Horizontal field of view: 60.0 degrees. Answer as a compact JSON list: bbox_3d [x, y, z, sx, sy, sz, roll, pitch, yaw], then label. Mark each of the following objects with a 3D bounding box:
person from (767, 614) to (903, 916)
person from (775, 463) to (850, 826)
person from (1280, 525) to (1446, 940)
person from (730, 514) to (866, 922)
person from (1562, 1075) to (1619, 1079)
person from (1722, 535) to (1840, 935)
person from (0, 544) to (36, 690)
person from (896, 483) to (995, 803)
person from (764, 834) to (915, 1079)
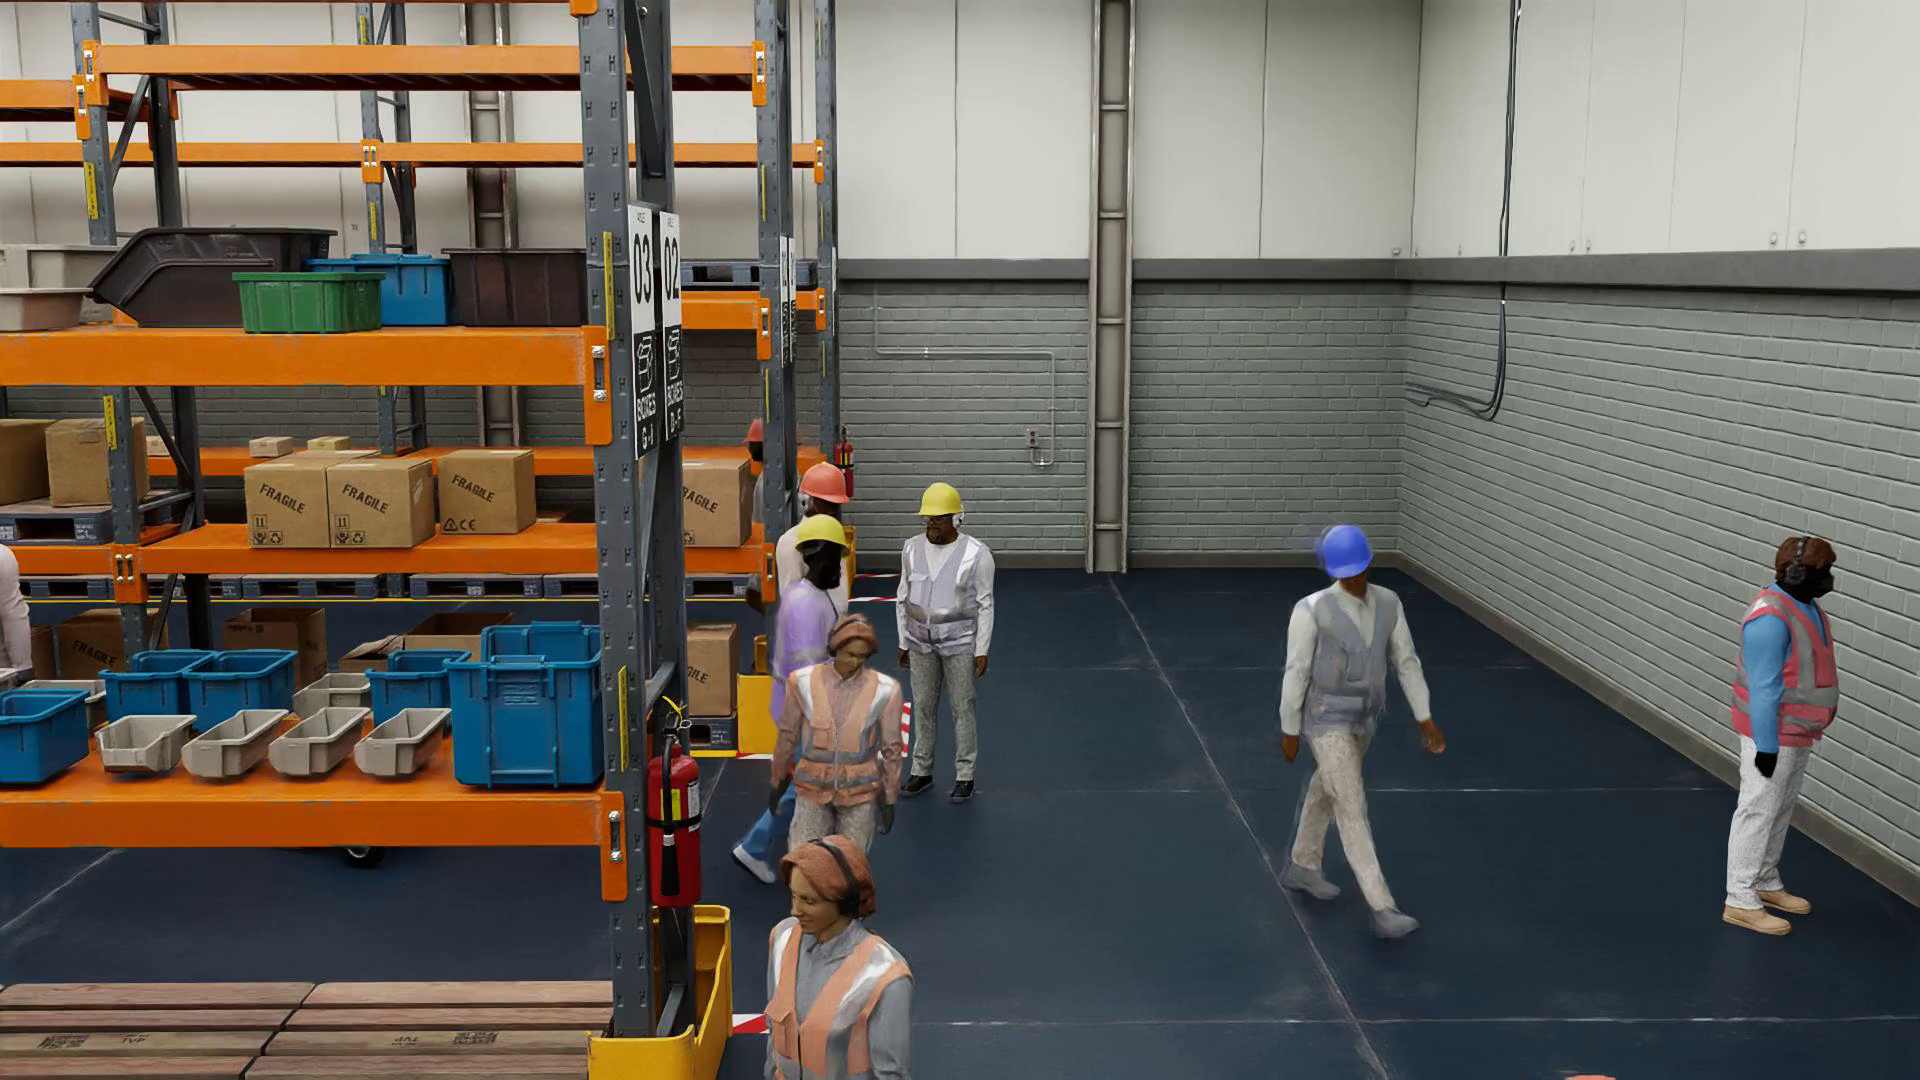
[{"bbox_3d":[-0.528,1.091,7.010,0.584,1.611,0.392,0,9,0],"label":"person"},{"bbox_3d":[-0.772,0.568,9.106,0.391,1.986,0.608,4,10,22],"label":"person"},{"bbox_3d":[1.820,0.854,7.658,0.625,1.875,0.965,-6,11,-32],"label":"person"},{"bbox_3d":[-0.783,0.831,7.777,0.710,1.902,0.687,1,9,9],"label":"person"},{"bbox_3d":[0.886,1.677,2.414,0.672,1.952,0.672,3,10,18],"label":"person"},{"bbox_3d":[3.798,0.882,7.669,0.431,1.835,0.624,8,12,41],"label":"person"},{"bbox_3d":[-5.250,0.632,8.961,0.651,1.906,0.403,3,10,15],"label":"person"},{"bbox_3d":[-0.103,0.581,9.499,0.595,1.832,0.404,4,10,22],"label":"person"},{"bbox_3d":[-0.305,1.537,4.262,0.316,1.631,0.518,-9,13,-44],"label":"person"}]
